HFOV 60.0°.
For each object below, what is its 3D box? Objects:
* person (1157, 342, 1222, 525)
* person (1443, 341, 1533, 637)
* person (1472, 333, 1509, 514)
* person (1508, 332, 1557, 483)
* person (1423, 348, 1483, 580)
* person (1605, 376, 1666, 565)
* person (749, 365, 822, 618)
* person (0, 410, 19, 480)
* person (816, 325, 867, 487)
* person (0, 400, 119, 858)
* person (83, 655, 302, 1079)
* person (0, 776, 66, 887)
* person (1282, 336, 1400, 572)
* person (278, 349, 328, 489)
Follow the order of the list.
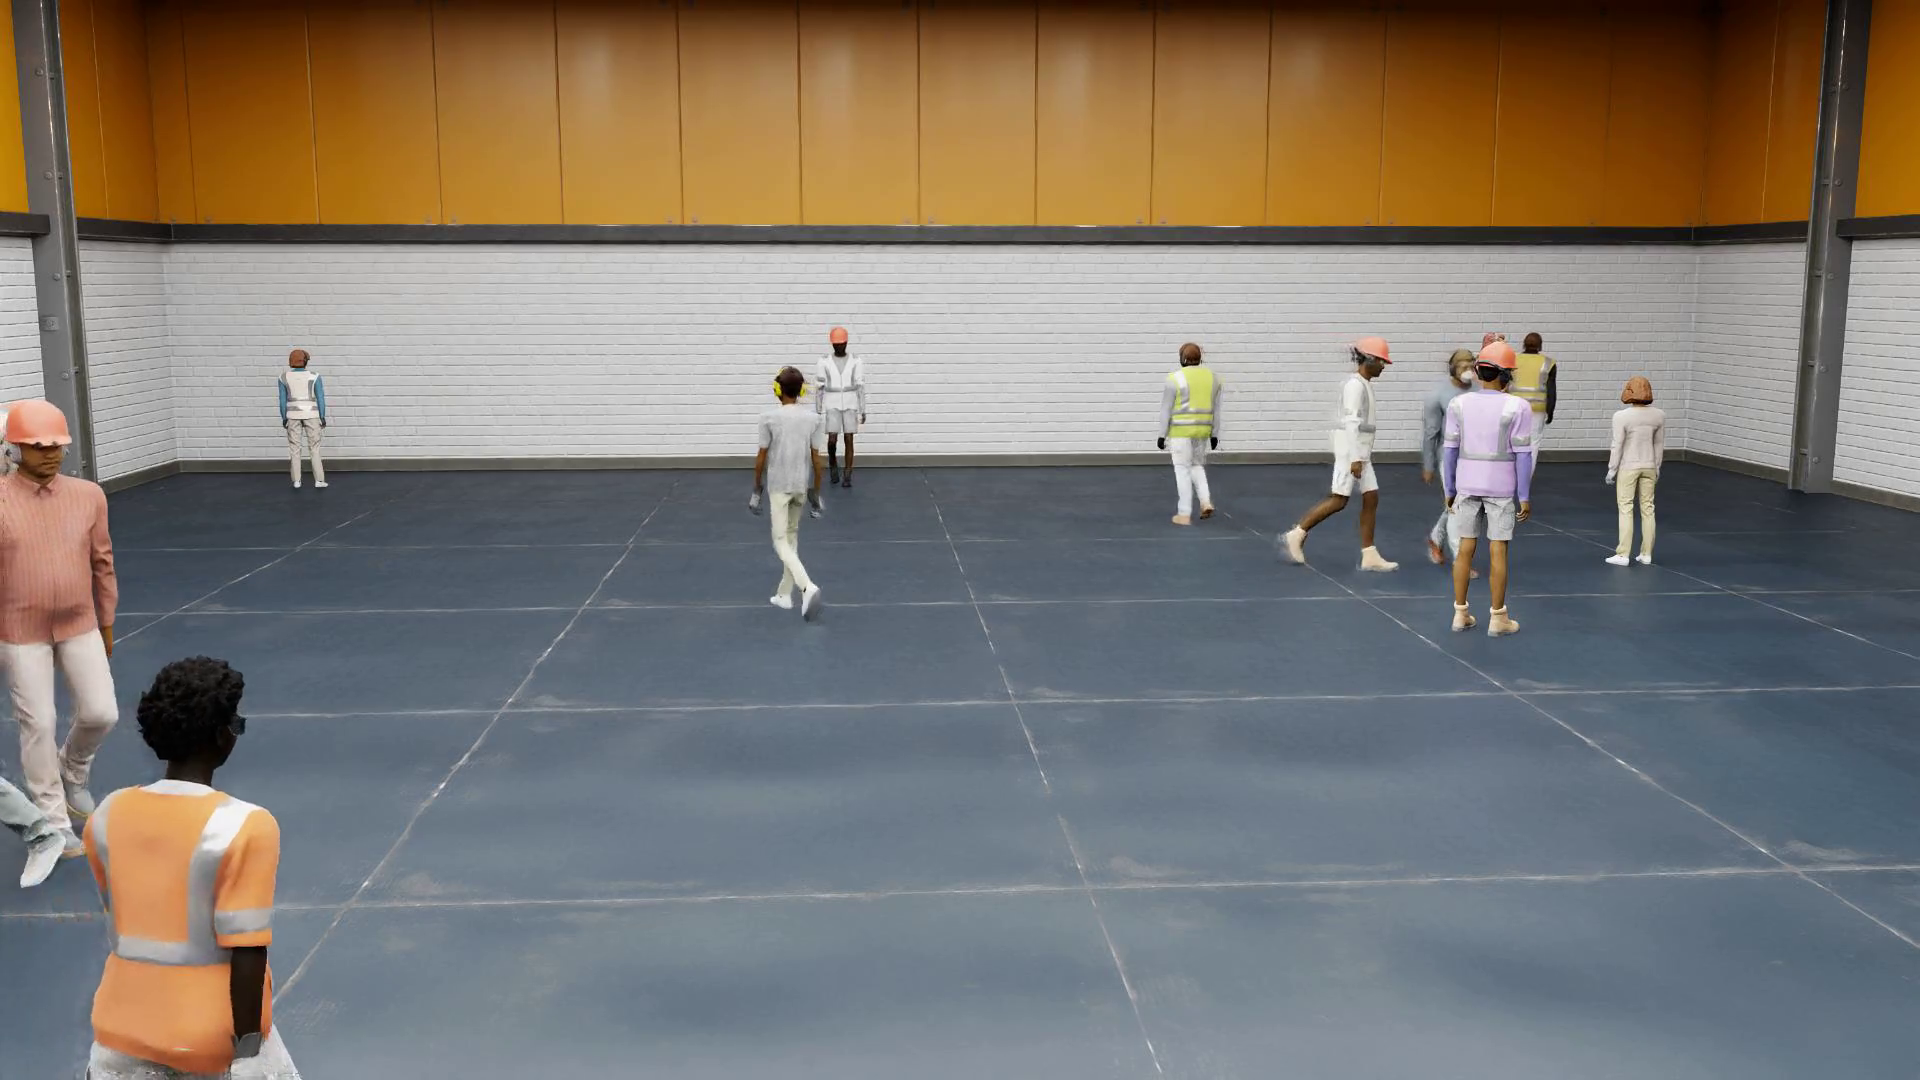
[{"bbox_3d":[2.298,-1.061,16.702,0.643,1.830,0.437,-4,10,-25],"label":"person"},{"bbox_3d":[3.684,-0.357,11.592,0.615,2.041,0.392,7,12,39],"label":"person"},{"bbox_3d":[5.555,-1.223,17.483,0.407,1.902,0.639,-2,9,-15],"label":"person"},{"bbox_3d":[6.813,-1.579,19.947,0.642,1.823,0.536,4,10,23],"label":"person"},{"bbox_3d":[4.159,-0.669,13.988,0.630,1.908,0.941,-2,9,-15],"label":"person"},{"bbox_3d":[5.821,-0.592,14.349,0.498,1.634,0.278,-2,9,-11],"label":"person"},{"bbox_3d":[-1.238,-0.357,12.221,0.519,1.848,0.833,-6,11,-33],"label":"person"},{"bbox_3d":[-6.855,-0.289,11.656,0.595,1.886,0.788,-3,10,-19],"label":"person"},{"bbox_3d":[-1.399,-1.567,19.588,0.585,1.914,0.440,-1,9,-6],"label":"person"},{"bbox_3d":[-3.961,0.377,7.197,0.522,1.978,0.622,8,12,40],"label":"person"},{"bbox_3d":[-1.726,1.081,3.788,0.555,1.637,0.881,3,9,18],"label":"person"},{"bbox_3d":[-3.984,0.616,6.522,0.489,1.710,0.809,3,9,17],"label":"person"},{"bbox_3d":[3.259,-0.732,14.123,0.939,1.990,0.703,5,10,26],"label":"person"},{"bbox_3d":[-7.691,-1.412,19.482,0.513,1.639,0.311,-1,9,-8],"label":"person"}]
